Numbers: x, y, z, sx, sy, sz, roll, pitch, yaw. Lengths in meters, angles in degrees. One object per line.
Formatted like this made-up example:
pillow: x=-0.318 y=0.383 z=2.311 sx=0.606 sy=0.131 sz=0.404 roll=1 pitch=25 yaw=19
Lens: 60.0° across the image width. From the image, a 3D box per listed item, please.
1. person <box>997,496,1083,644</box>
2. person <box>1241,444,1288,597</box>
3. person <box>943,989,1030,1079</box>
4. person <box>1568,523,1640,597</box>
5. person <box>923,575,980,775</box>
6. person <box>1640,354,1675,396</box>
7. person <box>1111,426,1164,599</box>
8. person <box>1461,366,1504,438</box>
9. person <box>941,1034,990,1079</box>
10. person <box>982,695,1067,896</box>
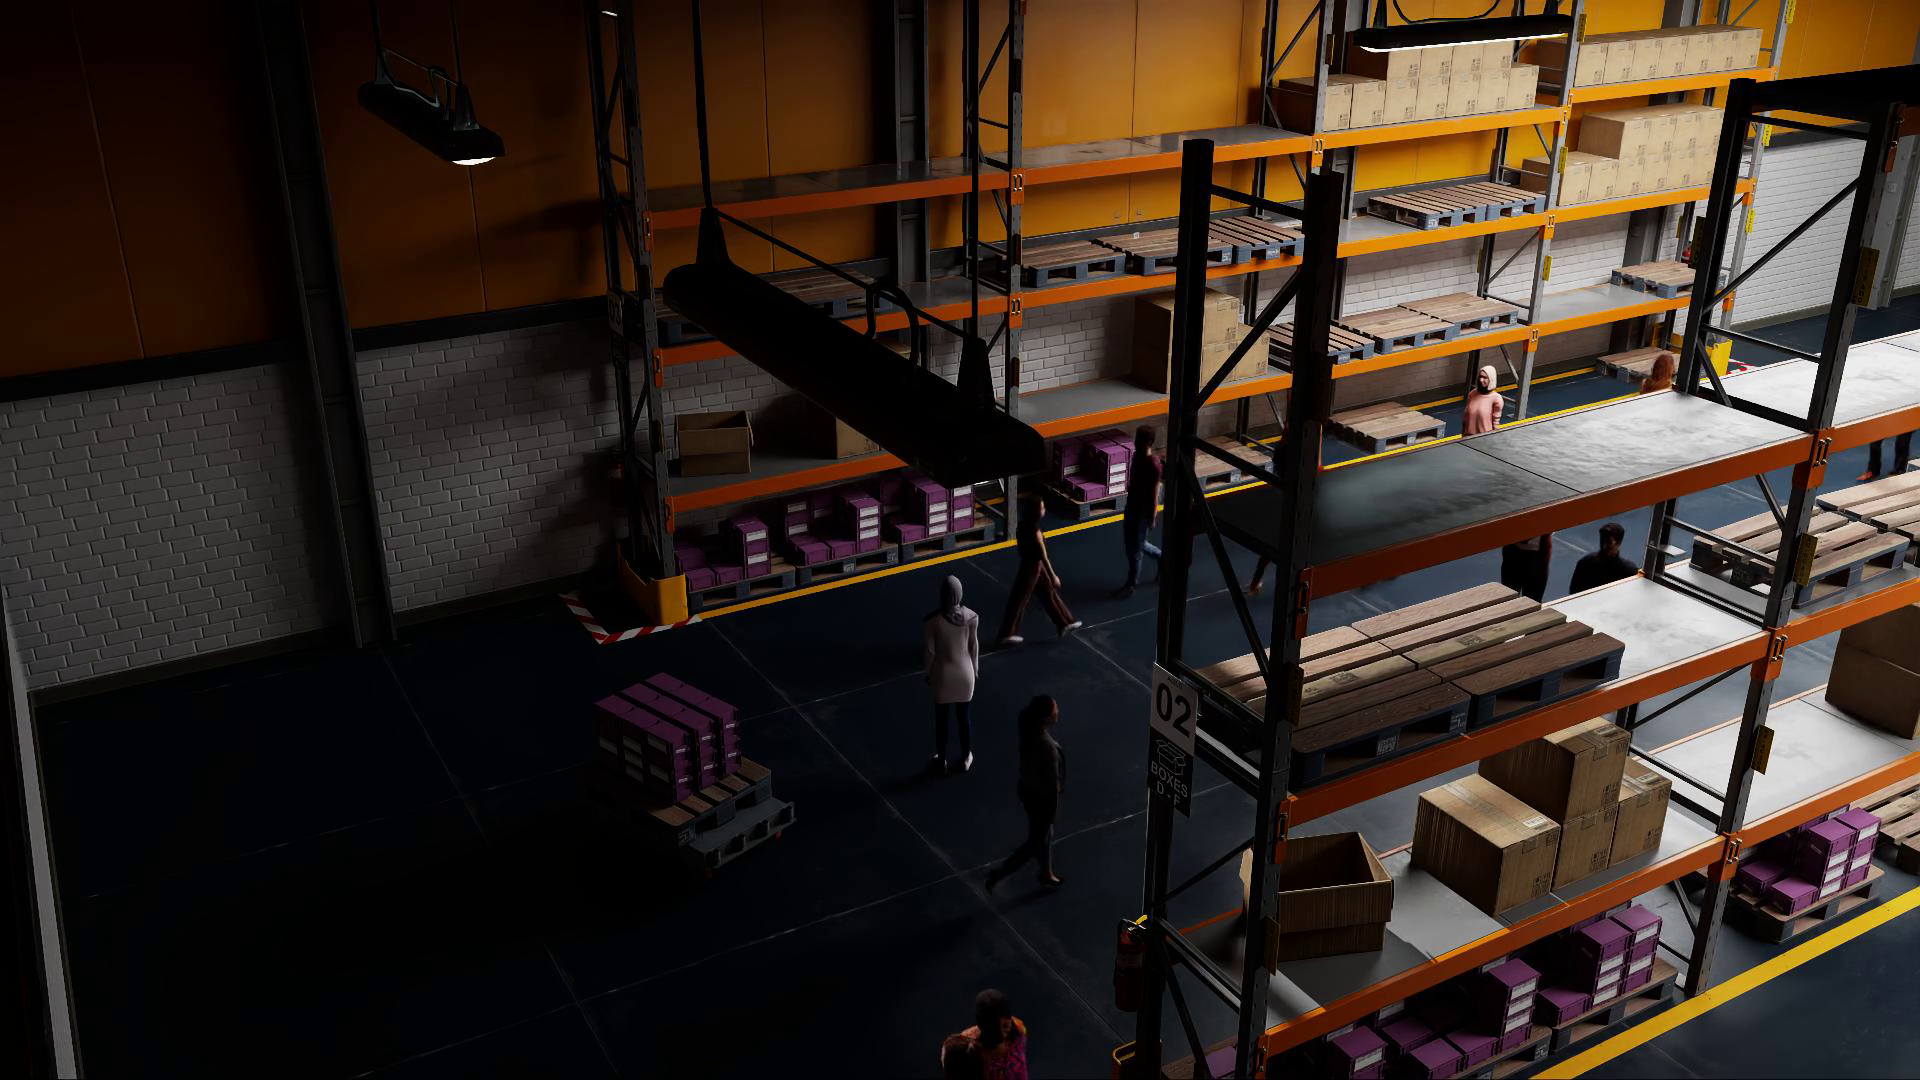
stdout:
person: x=0.604 y=0.330 z=15.898 sx=1.133 sy=1.511 sz=0.850 roll=-2 pitch=24 yaw=-5
person: x=3.390 y=-0.178 z=16.879 sx=0.958 sy=1.657 sz=0.699 roll=-10 pitch=26 yaw=-22
person: x=0.153 y=3.158 z=9.252 sx=0.564 sy=1.652 sz=0.761 roll=-15 pitch=28 yaw=-31
person: x=5.601 y=0.720 z=14.484 sx=0.787 sy=1.930 sz=0.783 roll=-20 pitch=31 yaw=-39
person: x=-0.065 y=1.116 z=13.771 sx=0.604 sy=1.776 sz=0.743 roll=-2 pitch=24 yaw=-6
person: x=7.865 y=-1.212 z=19.032 sx=0.697 sy=1.828 sz=0.730 roll=18 pitch=29 yaw=35
person: x=1.902 y=-0.308 z=16.959 sx=1.028 sy=1.832 sz=0.782 roll=-9 pitch=25 yaw=-19
person: x=5.958 y=-1.177 z=19.078 sx=0.659 sy=1.725 sz=0.623 roll=20 pitch=31 yaw=39
person: x=0.120 y=3.341 z=8.751 sx=1.145 sy=1.720 sz=1.086 roll=6 pitch=24 yaw=14
person: x=0.493 y=1.908 z=12.106 sx=0.977 sy=1.657 sz=0.651 roll=-11 pitch=26 yaw=-23
